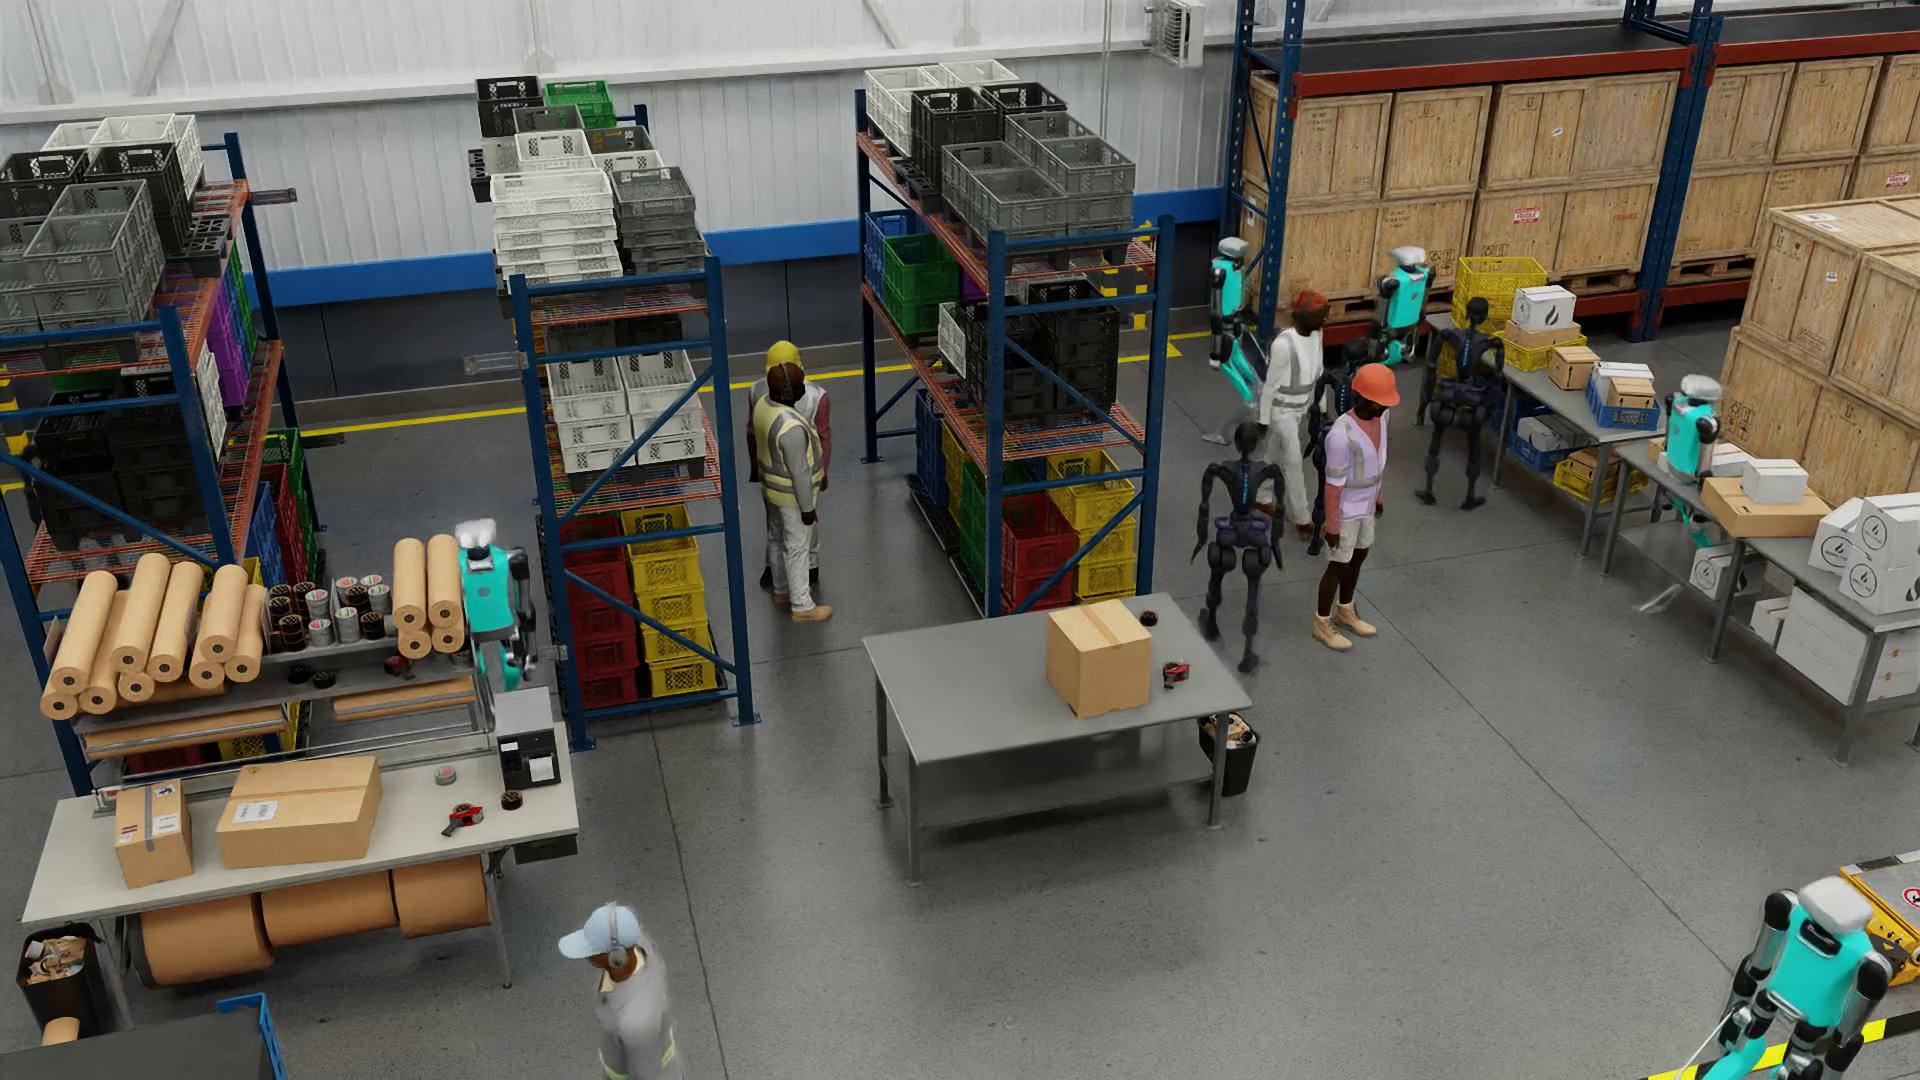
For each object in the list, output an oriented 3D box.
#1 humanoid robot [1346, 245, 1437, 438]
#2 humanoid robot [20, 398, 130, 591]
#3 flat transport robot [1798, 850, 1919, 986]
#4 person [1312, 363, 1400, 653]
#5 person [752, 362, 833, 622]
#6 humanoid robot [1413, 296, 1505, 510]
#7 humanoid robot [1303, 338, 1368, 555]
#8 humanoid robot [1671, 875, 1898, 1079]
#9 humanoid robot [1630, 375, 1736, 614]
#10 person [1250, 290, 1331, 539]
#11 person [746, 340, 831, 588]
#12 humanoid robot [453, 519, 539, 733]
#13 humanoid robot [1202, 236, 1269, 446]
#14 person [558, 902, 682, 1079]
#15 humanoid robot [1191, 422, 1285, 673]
[{"bbox_3d":[3.393,-1.544,13.554,0.538,1.884,0.765,-16,33,-27],"label":"humanoid robot"},{"bbox_3d":[-5.797,-0.144,10.953,0.599,1.648,0.403,-19,34,-30],"label":"humanoid robot"},{"bbox_3d":[5.163,1.916,8.676,1.431,0.231,0.659,-8,30,-14],"label":"flat transport robot"},{"bbox_3d":[2.556,-0.209,10.724,0.404,2.028,0.610,23,36,36],"label":"person"},{"bbox_3d":[-1.120,-0.326,11.121,0.429,1.844,0.626,-15,32,-25],"label":"person"},{"bbox_3d":[3.785,-1.045,12.594,0.610,1.631,0.382,11,31,20],"label":"humanoid robot"},{"bbox_3d":[2.729,-0.653,11.872,0.599,1.657,0.315,18,34,30],"label":"humanoid robot"},{"bbox_3d":[3.238,2.140,6.750,1.041,1.737,0.554,-15,32,-26],"label":"humanoid robot"},{"bbox_3d":[5.114,-0.285,11.198,0.969,1.772,0.535,-4,29,-7],"label":"humanoid robot"},{"bbox_3d":[2.540,-0.916,12.175,0.822,1.853,0.594,21,35,33],"label":"person"},{"bbox_3d":[-1.185,-0.516,11.475,0.586,1.834,0.404,5,29,9],"label":"person"},{"bbox_3d":[-2.737,0.563,9.658,0.532,1.779,1.020,-10,30,-17],"label":"humanoid robot"},{"bbox_3d":[2.415,-1.513,13.432,0.896,1.815,0.558,14,32,24],"label":"humanoid robot"},{"bbox_3d":[-1.276,2.164,6.606,0.610,1.842,0.607,-7,30,-13],"label":"person"},{"bbox_3d":[1.805,-0.004,10.738,0.587,1.632,0.718,2,29,3],"label":"humanoid robot"}]
